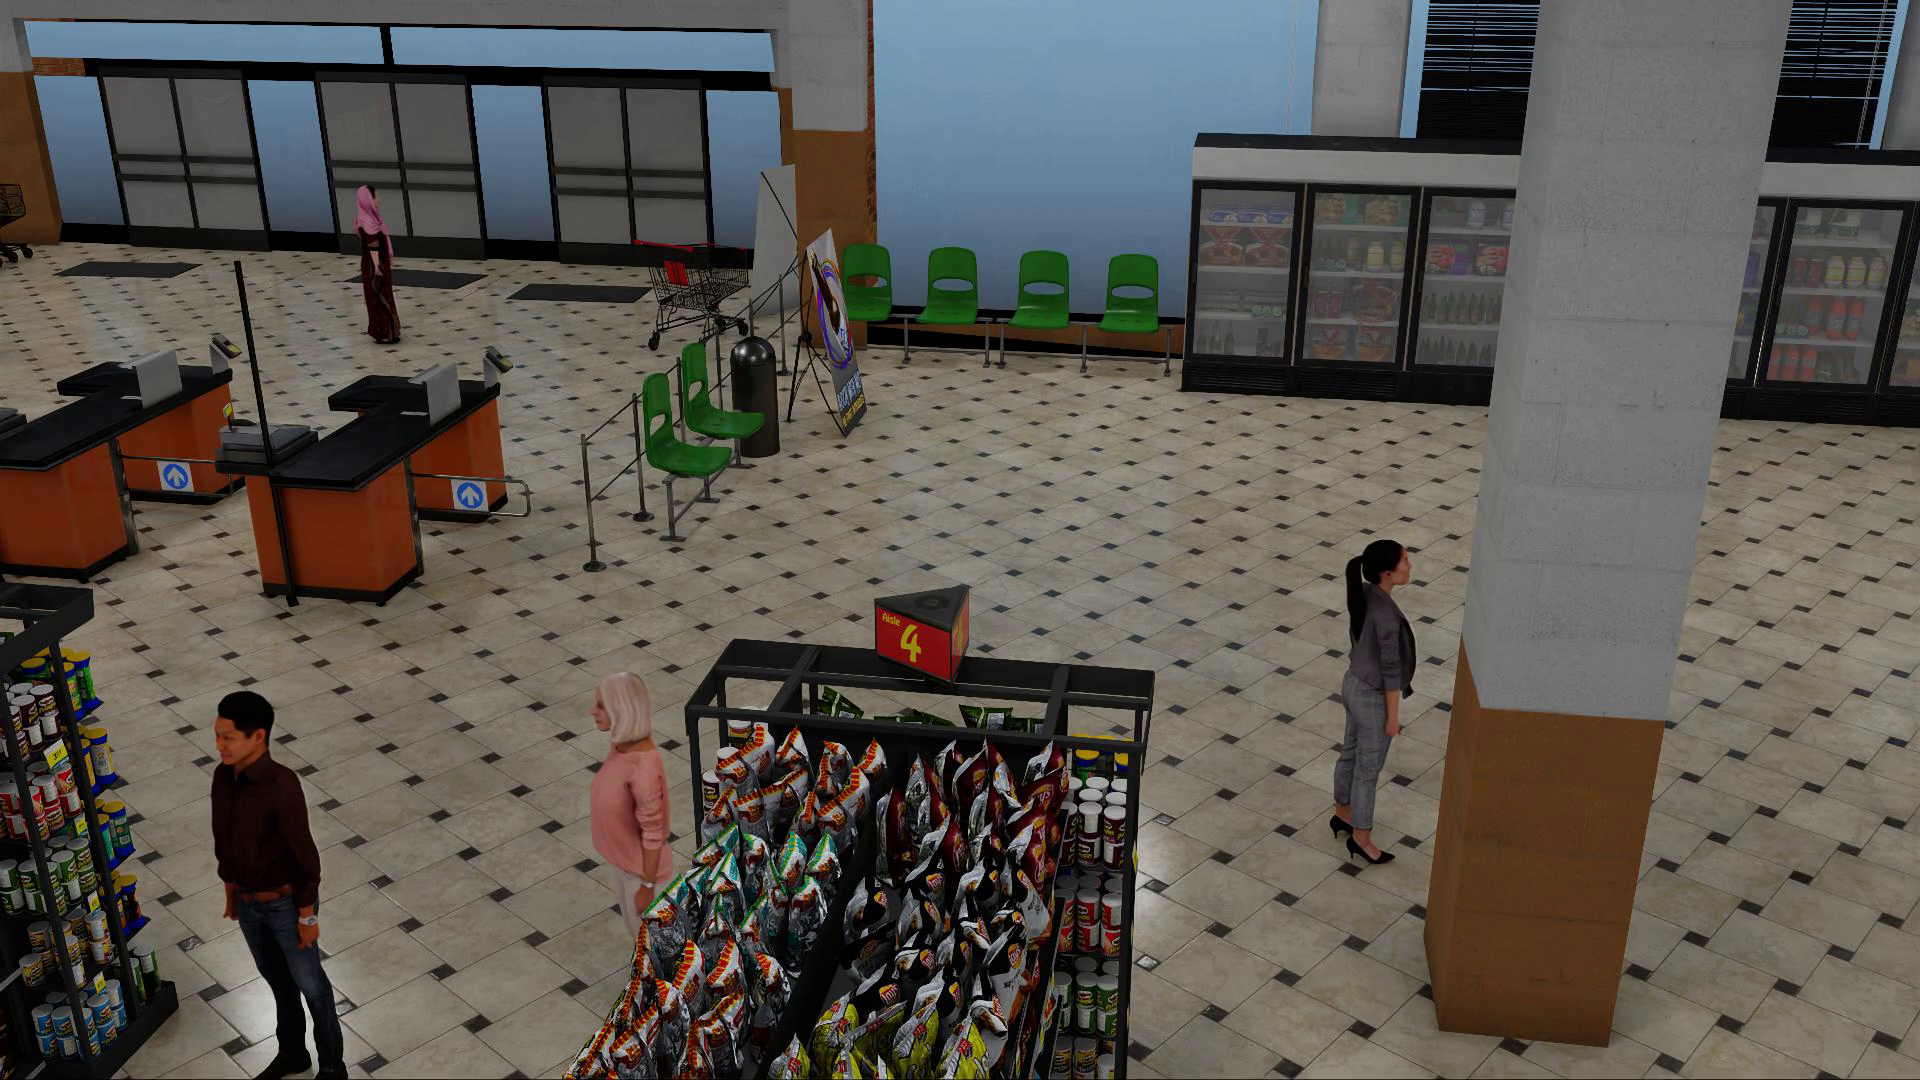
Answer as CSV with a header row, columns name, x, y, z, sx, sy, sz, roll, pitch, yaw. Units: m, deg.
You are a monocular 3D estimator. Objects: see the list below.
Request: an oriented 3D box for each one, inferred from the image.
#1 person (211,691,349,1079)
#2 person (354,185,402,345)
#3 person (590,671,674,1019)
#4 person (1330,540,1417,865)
name,x,y,z,sx,sy,sz,roll,pitch,yaw
person,-2.665,1.390,6.492,0.701,1.782,0.631,11,24,25
person,-6.074,-2.868,17.280,0.812,1.639,0.686,-6,23,-14
person,-1.304,1.306,6.778,0.741,1.724,0.649,-10,24,-24
person,2.008,0.780,8.148,0.753,1.679,0.636,-3,22,-8
